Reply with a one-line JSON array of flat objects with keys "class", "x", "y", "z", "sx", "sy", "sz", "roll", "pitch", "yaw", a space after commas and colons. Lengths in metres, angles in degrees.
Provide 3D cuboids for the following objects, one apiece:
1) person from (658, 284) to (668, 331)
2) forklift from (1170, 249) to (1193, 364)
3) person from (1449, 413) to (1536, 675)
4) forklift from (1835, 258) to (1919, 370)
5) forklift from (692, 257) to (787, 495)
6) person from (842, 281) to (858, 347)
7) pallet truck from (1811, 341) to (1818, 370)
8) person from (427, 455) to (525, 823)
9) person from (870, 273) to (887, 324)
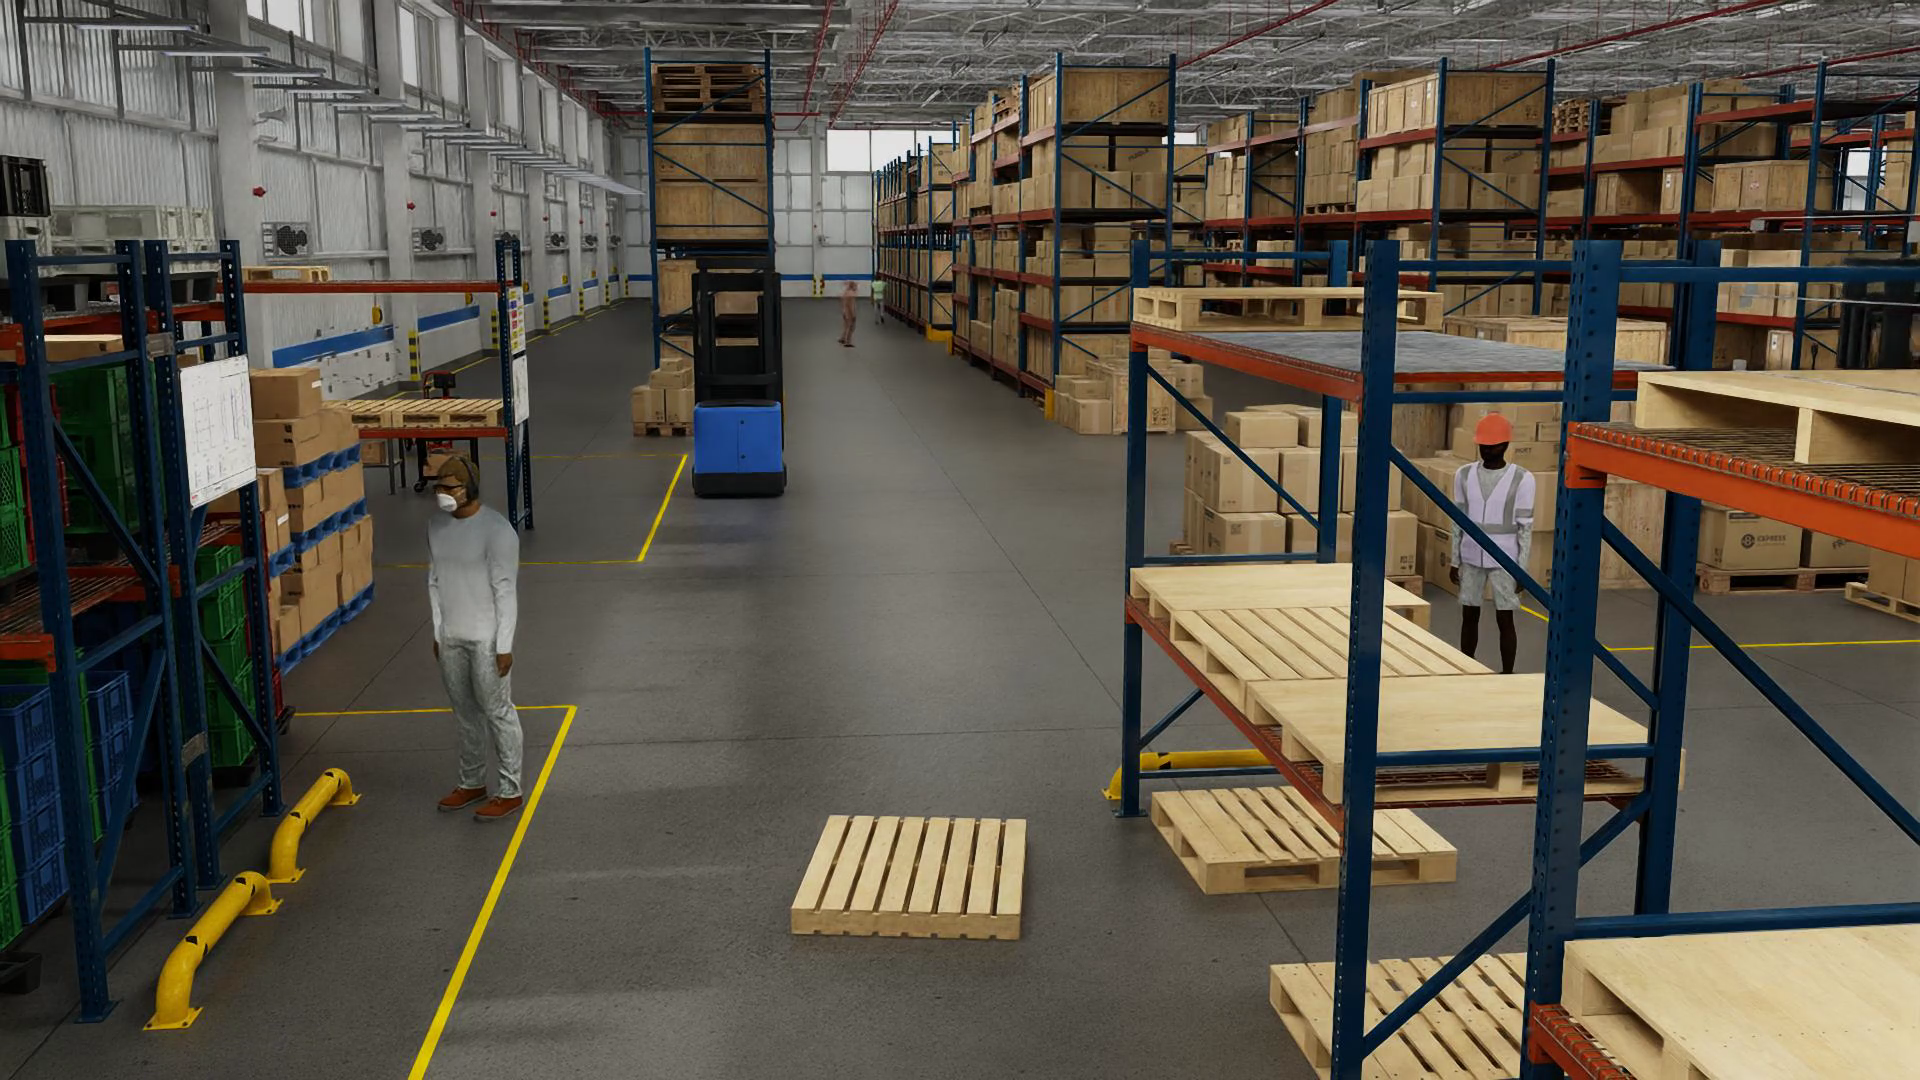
[{"class": "person", "x": -9.584, "y": -7.655, "z": 53.904, "sx": 0.661, "sy": 1.946, "sz": 0.979, "roll": -1, "pitch": 10, "yaw": -5}, {"class": "forklift", "x": 4.849, "y": -5.515, "z": 39.490, "sx": 1.129, "sy": 2.768, "sz": 1.873, "roll": -1, "pitch": 10, "yaw": -6}, {"class": "person", "x": 3.457, "y": 0.127, "z": 10.883, "sx": 0.543, "sy": 1.928, "sz": 0.400, "roll": 8, "pitch": 13, "yaw": 38}, {"class": "forklift", "x": 10.445, "y": -1.844, "z": 19.152, "sx": 1.873, "sy": 2.768, "sz": 1.129, "roll": -1, "pitch": 10, "yaw": -7}, {"class": "forklift", "x": -2.700, "y": -2.035, "z": 20.207, "sx": 1.129, "sy": 2.768, "sz": 1.873, "roll": -1, "pitch": 10, "yaw": -6}, {"class": "person", "x": -3.105, "y": -6.419, "z": 47.306, "sx": 0.468, "sy": 1.875, "sz": 0.671, "roll": -3, "pitch": 11, "yaw": -15}, {"class": "pallet truck", "x": 15.846, "y": -3.142, "z": 28.793, "sx": 1.885, "sy": 1.965, "sz": 0.823, "roll": 2, "pitch": 10, "yaw": 12}, {"class": "person", "x": -2.552, "y": 0.511, "z": 8.745, "sx": 0.631, "sy": 1.931, "sz": 0.366, "roll": 7, "pitch": 12, "yaw": 33}, {"class": "person", "x": -2.974, "y": -8.798, "z": 60.594, "sx": 0.591, "sy": 1.827, "sz": 0.451, "roll": -1, "pitch": 10, "yaw": -6}]
